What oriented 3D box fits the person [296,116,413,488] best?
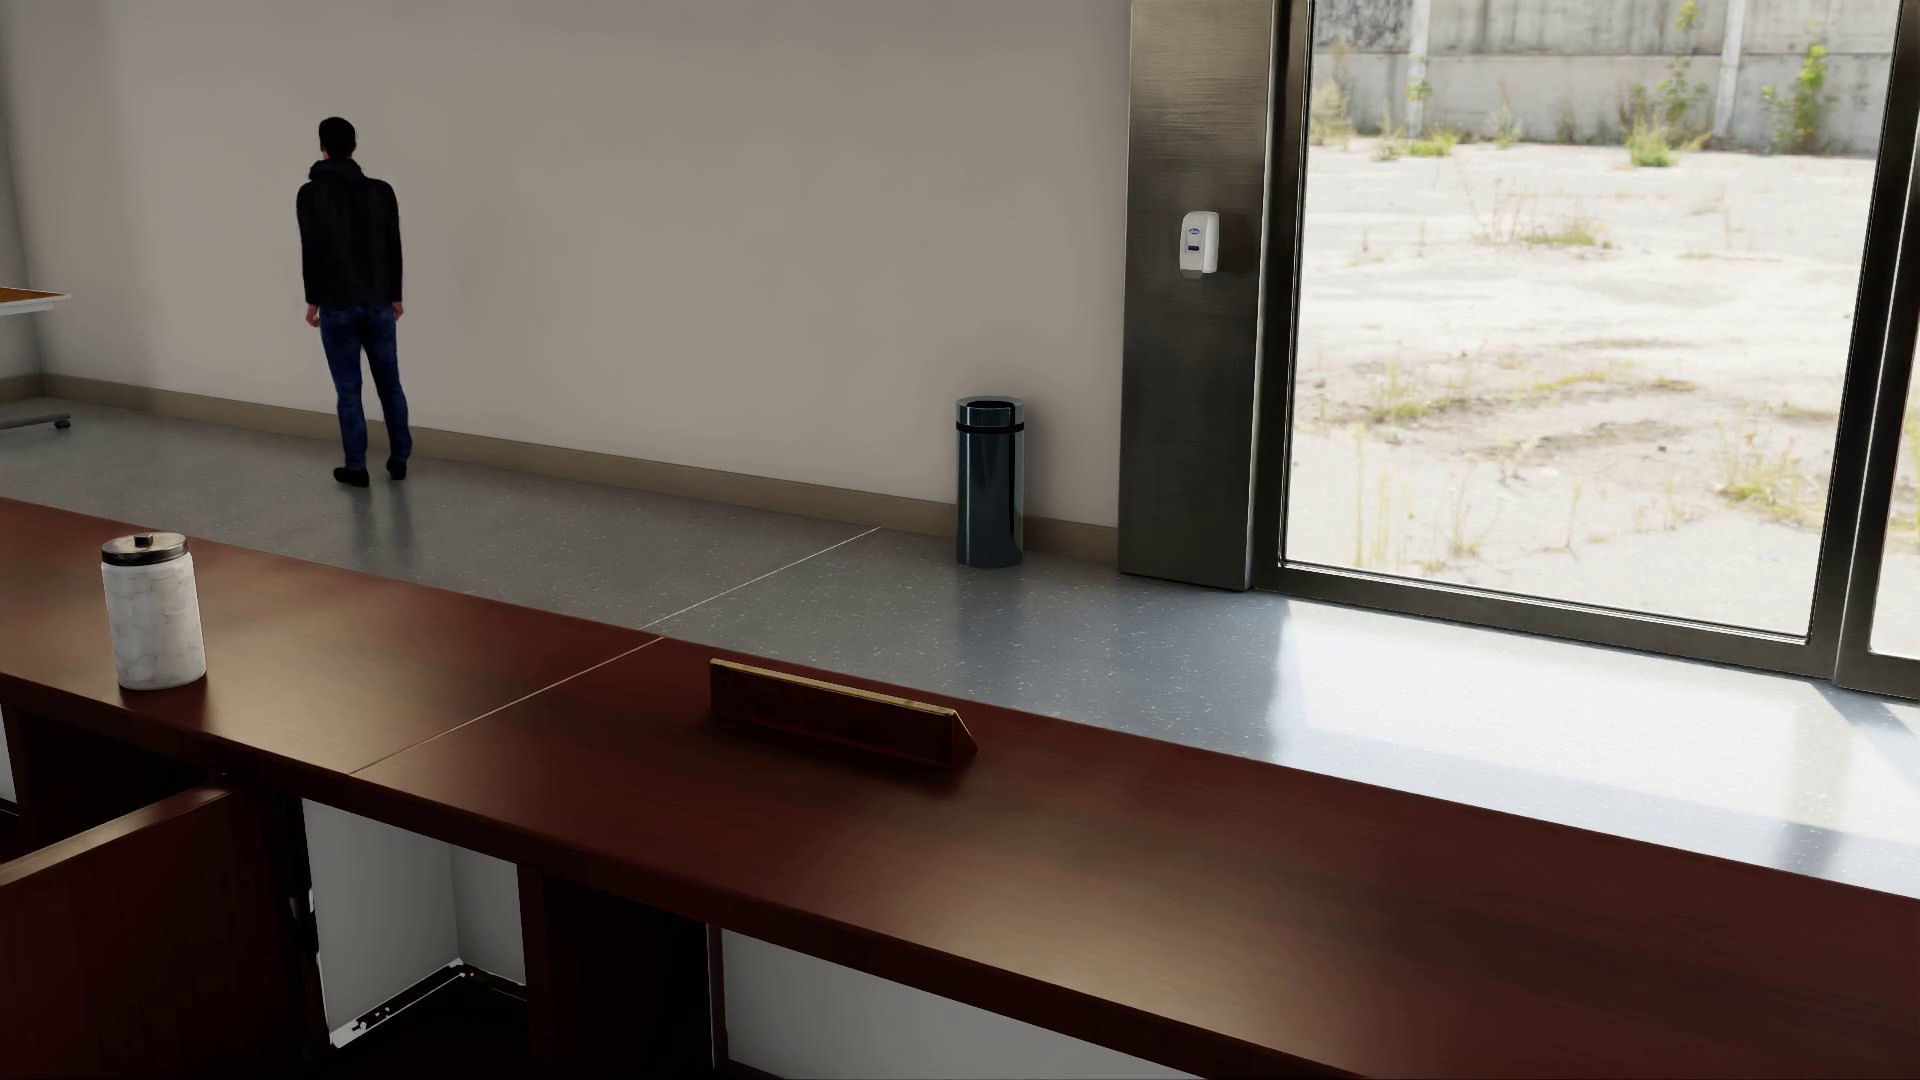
[{"bbox_3d":[-3.131,-1.227,8.616,0.655,1.890,0.810,-12,20,-37],"label":"person"}]
